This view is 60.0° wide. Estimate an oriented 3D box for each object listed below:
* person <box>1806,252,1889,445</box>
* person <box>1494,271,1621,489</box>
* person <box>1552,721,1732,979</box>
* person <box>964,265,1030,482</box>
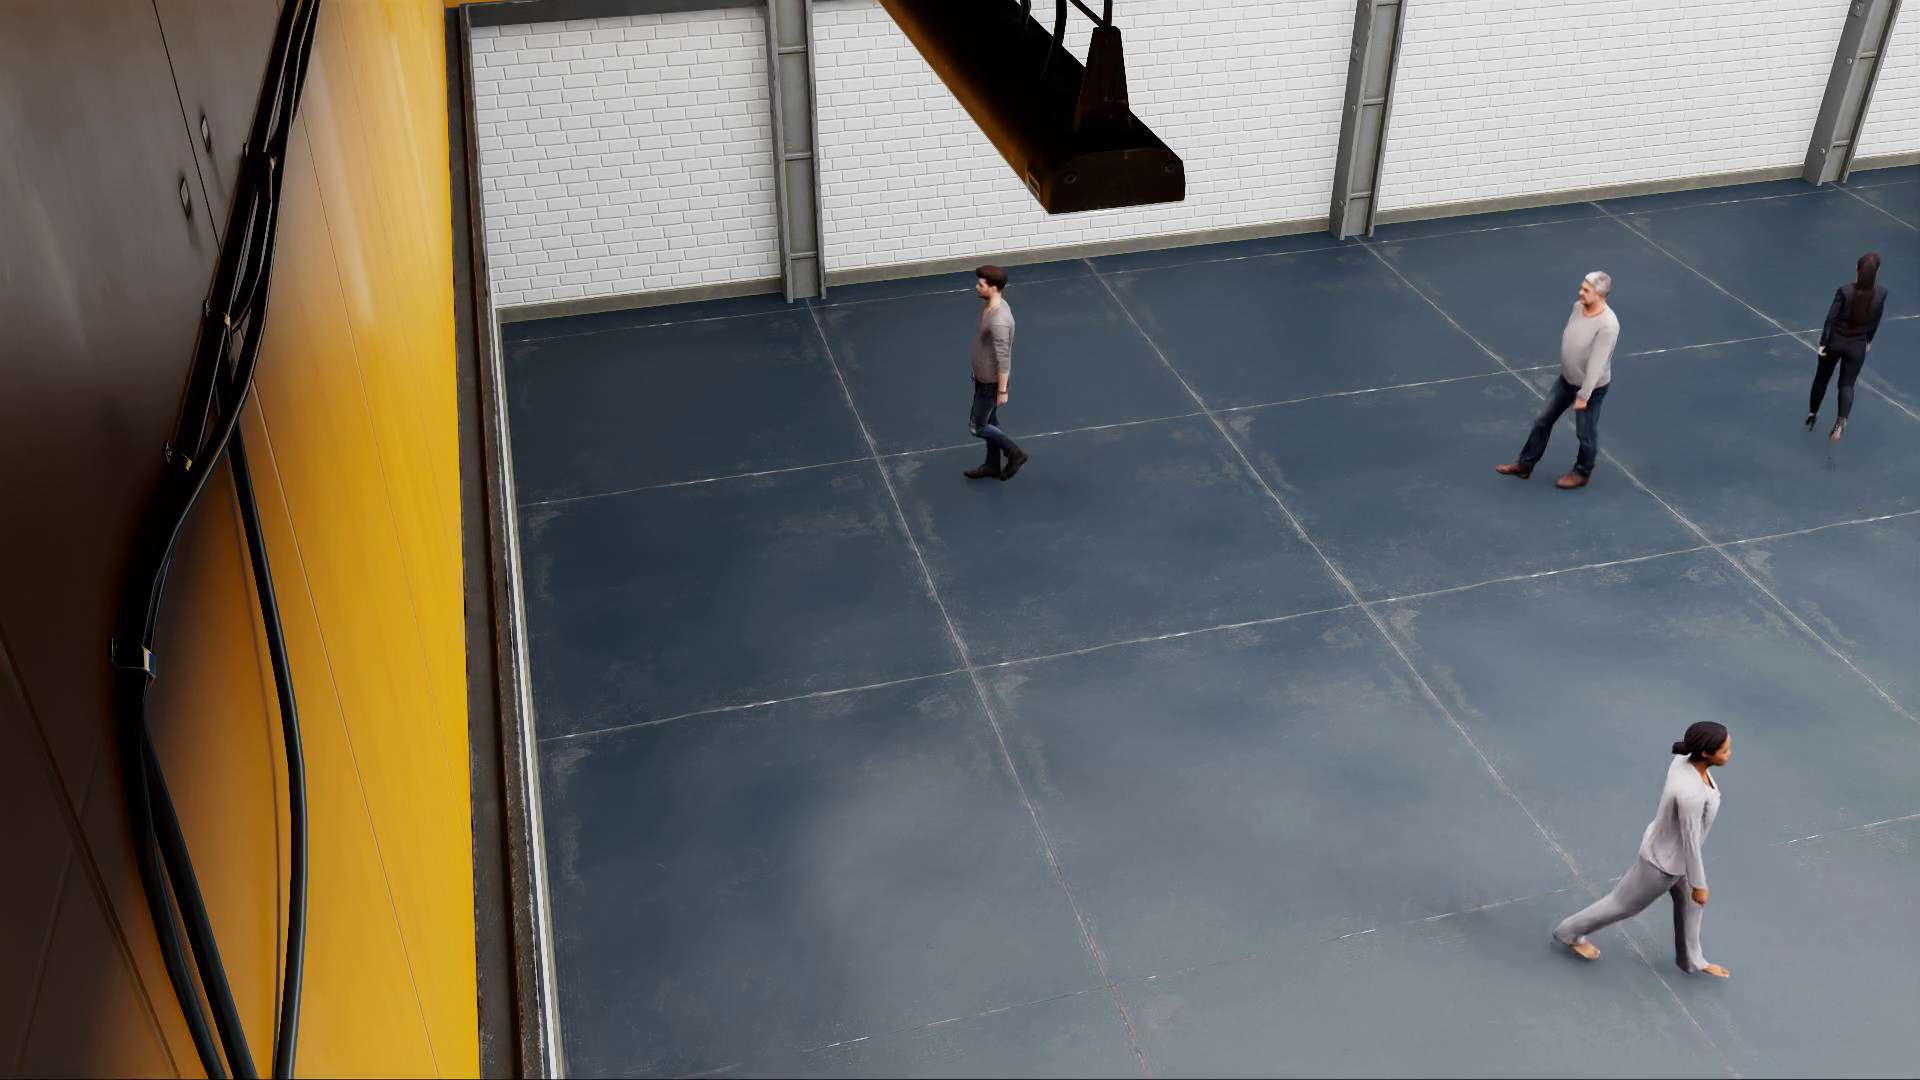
[{"bbox_3d":[7.366,-1.551,13.801,1.005,1.695,0.953,9,35,13],"label":"person"},{"bbox_3d":[4.998,-1.250,13.178,0.966,1.883,0.726,-9,35,-13],"label":"person"},{"bbox_3d":[3.714,1.680,8.941,1.217,1.694,1.116,15,36,21],"label":"person"},{"bbox_3d":[0.332,-1.295,13.241,0.819,1.889,0.765,-3,34,-4],"label":"person"}]
